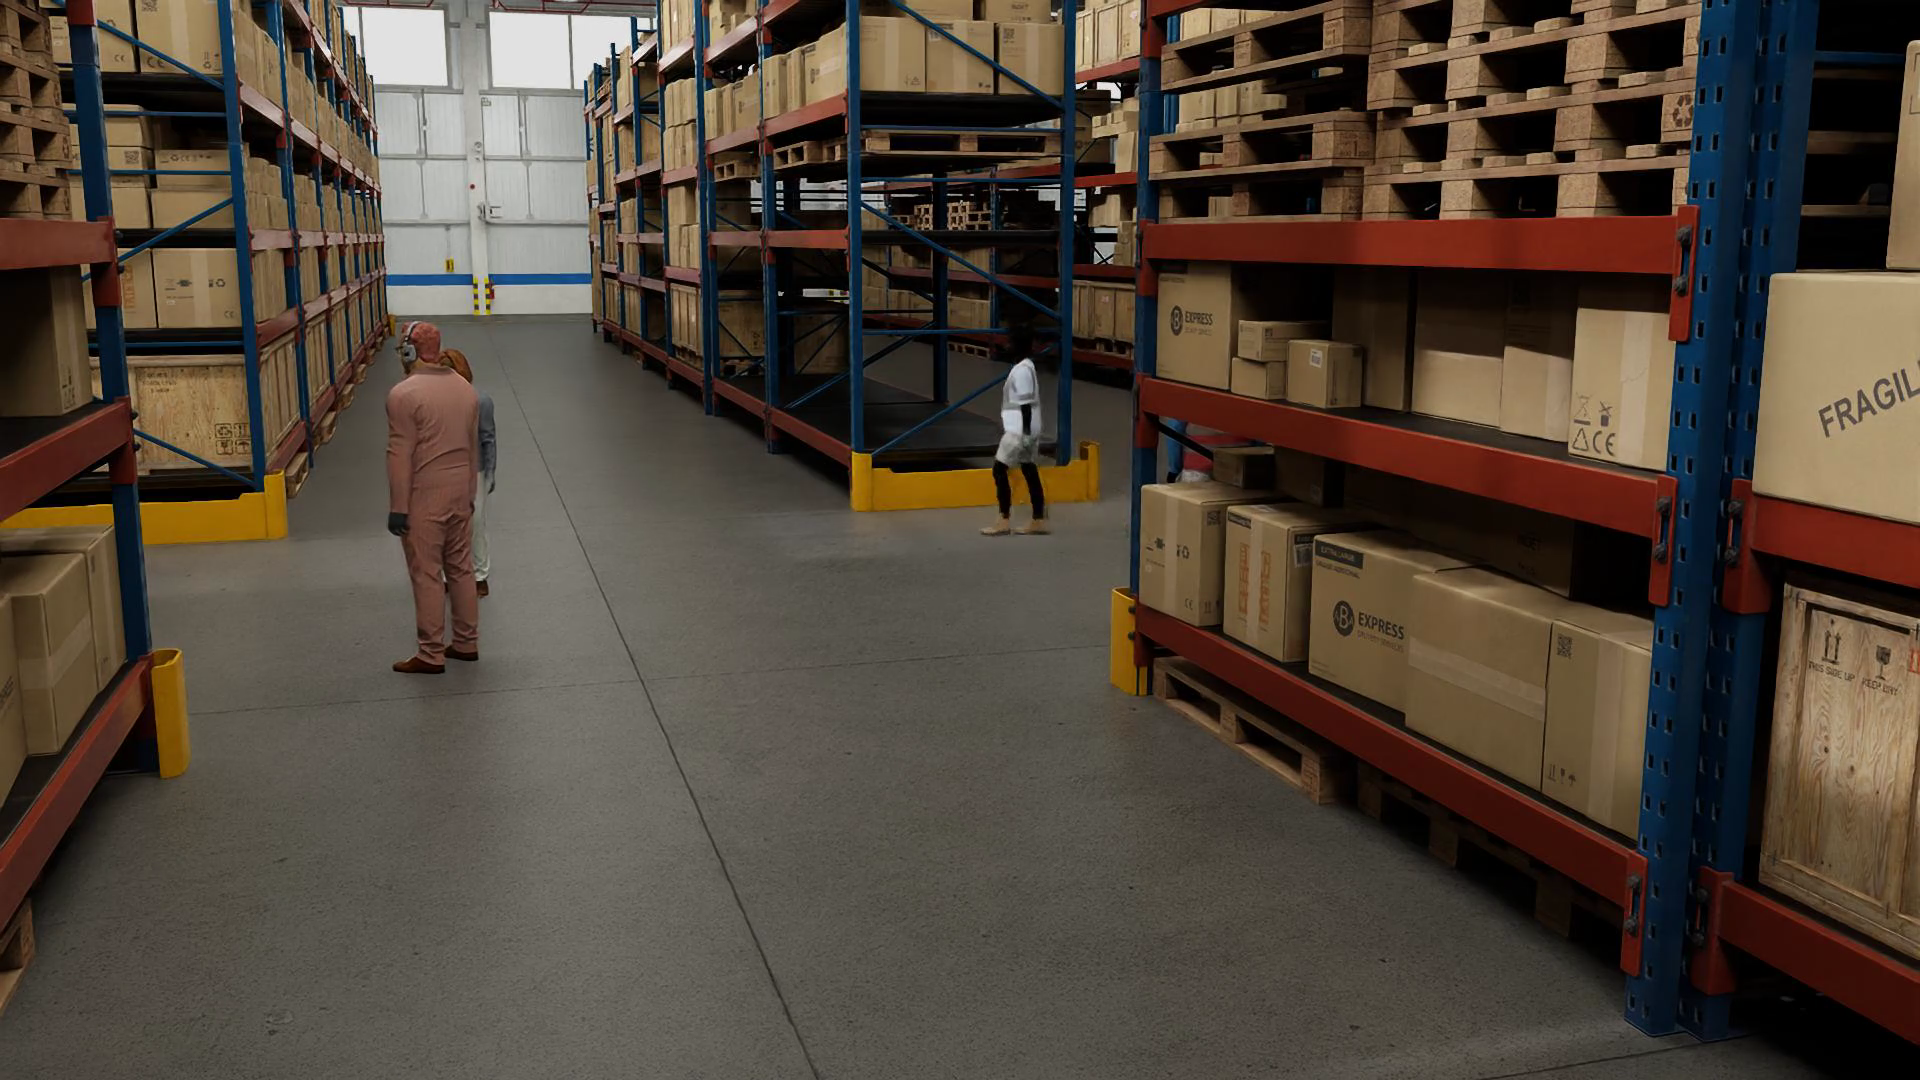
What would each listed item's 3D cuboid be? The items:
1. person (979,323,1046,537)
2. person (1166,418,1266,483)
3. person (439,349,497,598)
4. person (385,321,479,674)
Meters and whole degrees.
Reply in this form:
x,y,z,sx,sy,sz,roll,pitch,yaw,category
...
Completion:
x,y,z,sx,sy,sz,roll,pitch,yaw,category
0.394,-0.854,13.062,0.647,1.676,0.541,2,10,9,person
1.603,-0.469,10.490,0.635,1.842,0.429,-1,10,-5,person
-3.265,-0.428,10.835,0.501,1.633,0.283,0,10,-1,person
-2.881,-0.231,9.040,0.398,1.899,0.650,4,11,20,person
